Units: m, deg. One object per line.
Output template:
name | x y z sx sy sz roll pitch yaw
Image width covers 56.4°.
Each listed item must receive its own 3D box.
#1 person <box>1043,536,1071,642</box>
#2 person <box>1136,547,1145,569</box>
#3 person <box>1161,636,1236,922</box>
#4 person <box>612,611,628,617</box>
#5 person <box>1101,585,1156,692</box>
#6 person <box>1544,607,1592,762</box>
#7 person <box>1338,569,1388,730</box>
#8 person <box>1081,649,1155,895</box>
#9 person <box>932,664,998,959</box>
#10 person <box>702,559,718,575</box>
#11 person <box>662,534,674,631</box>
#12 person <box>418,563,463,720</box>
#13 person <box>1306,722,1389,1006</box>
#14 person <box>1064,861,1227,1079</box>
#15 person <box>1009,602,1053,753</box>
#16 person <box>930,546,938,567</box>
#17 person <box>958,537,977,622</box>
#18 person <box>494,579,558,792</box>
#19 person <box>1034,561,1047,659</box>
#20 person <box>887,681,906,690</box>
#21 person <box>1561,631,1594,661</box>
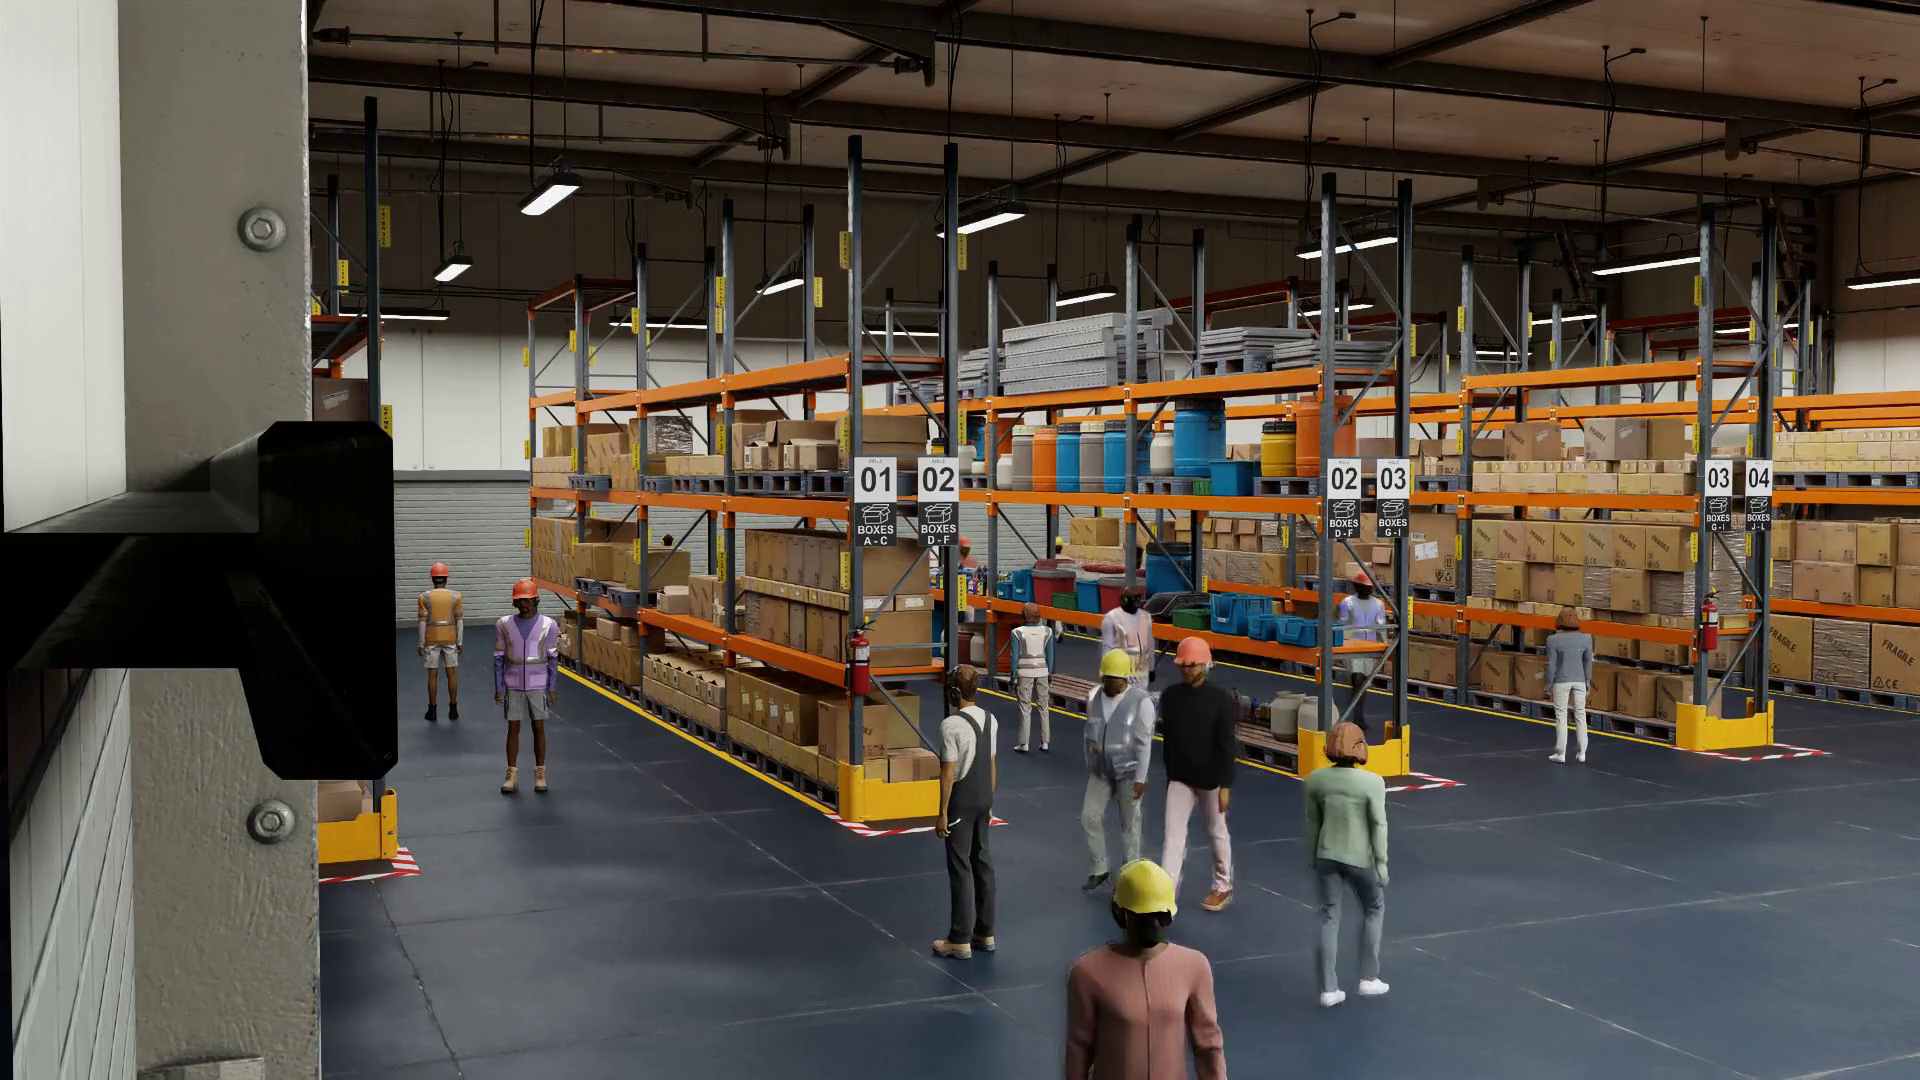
person | 1.763 0.880 32.380 0.586 1.902 0.855 -1 2 -22
person | 2.768 1.052 27.690 0.608 1.911 0.997 -1 2 -25
person | 1.606 1.632 12.294 0.638 1.932 1.041 2 3 36
person | -6.002 0.968 31.498 0.761 1.803 0.620 2 3 36
person | 1.840 1.403 19.756 0.632 1.823 0.547 -1 3 -29
person | 6.422 1.528 18.916 0.499 1.634 0.278 0 2 -3
person | 4.812 1.303 21.257 0.568 1.903 0.794 0 2 -9
person | 1.111 1.677 12.915 0.597 1.795 0.529 1 3 33
person | 0.042 1.715 11.442 0.332 1.842 0.507 2 3 39
person | -3.844 1.068 28.356 0.589 1.833 0.404 -2 3 -37
person | -5.610 0.817 34.434 0.511 1.872 0.329 -1 2 -28
person | -6.456 1.251 22.248 0.552 1.934 0.356 -1 2 -26
person | 2.282 1.862 10.408 0.537 1.612 0.622 2 3 37
person | 0.659 1.974 6.193 0.538 1.722 0.897 -1 2 -16
person | 0.785 1.499 19.586 0.511 1.641 0.309 -1 2 -20
person | -0.559 0.638 38.477 0.571 1.933 0.472 0 2 -7
person | 0.037 0.913 31.115 0.633 1.936 1.037 -1 2 -26
person | -4.171 1.392 17.220 0.608 2.044 0.371 0 2 -8
person | 1.304 1.124 29.525 0.523 1.623 0.585 -1 3 -34
person | -0.684 1.282 21.034 0.650 1.962 0.842 -1 2 -24
person | 8.374 1.224 24.233 0.577 1.848 0.934 -1 2 -25
